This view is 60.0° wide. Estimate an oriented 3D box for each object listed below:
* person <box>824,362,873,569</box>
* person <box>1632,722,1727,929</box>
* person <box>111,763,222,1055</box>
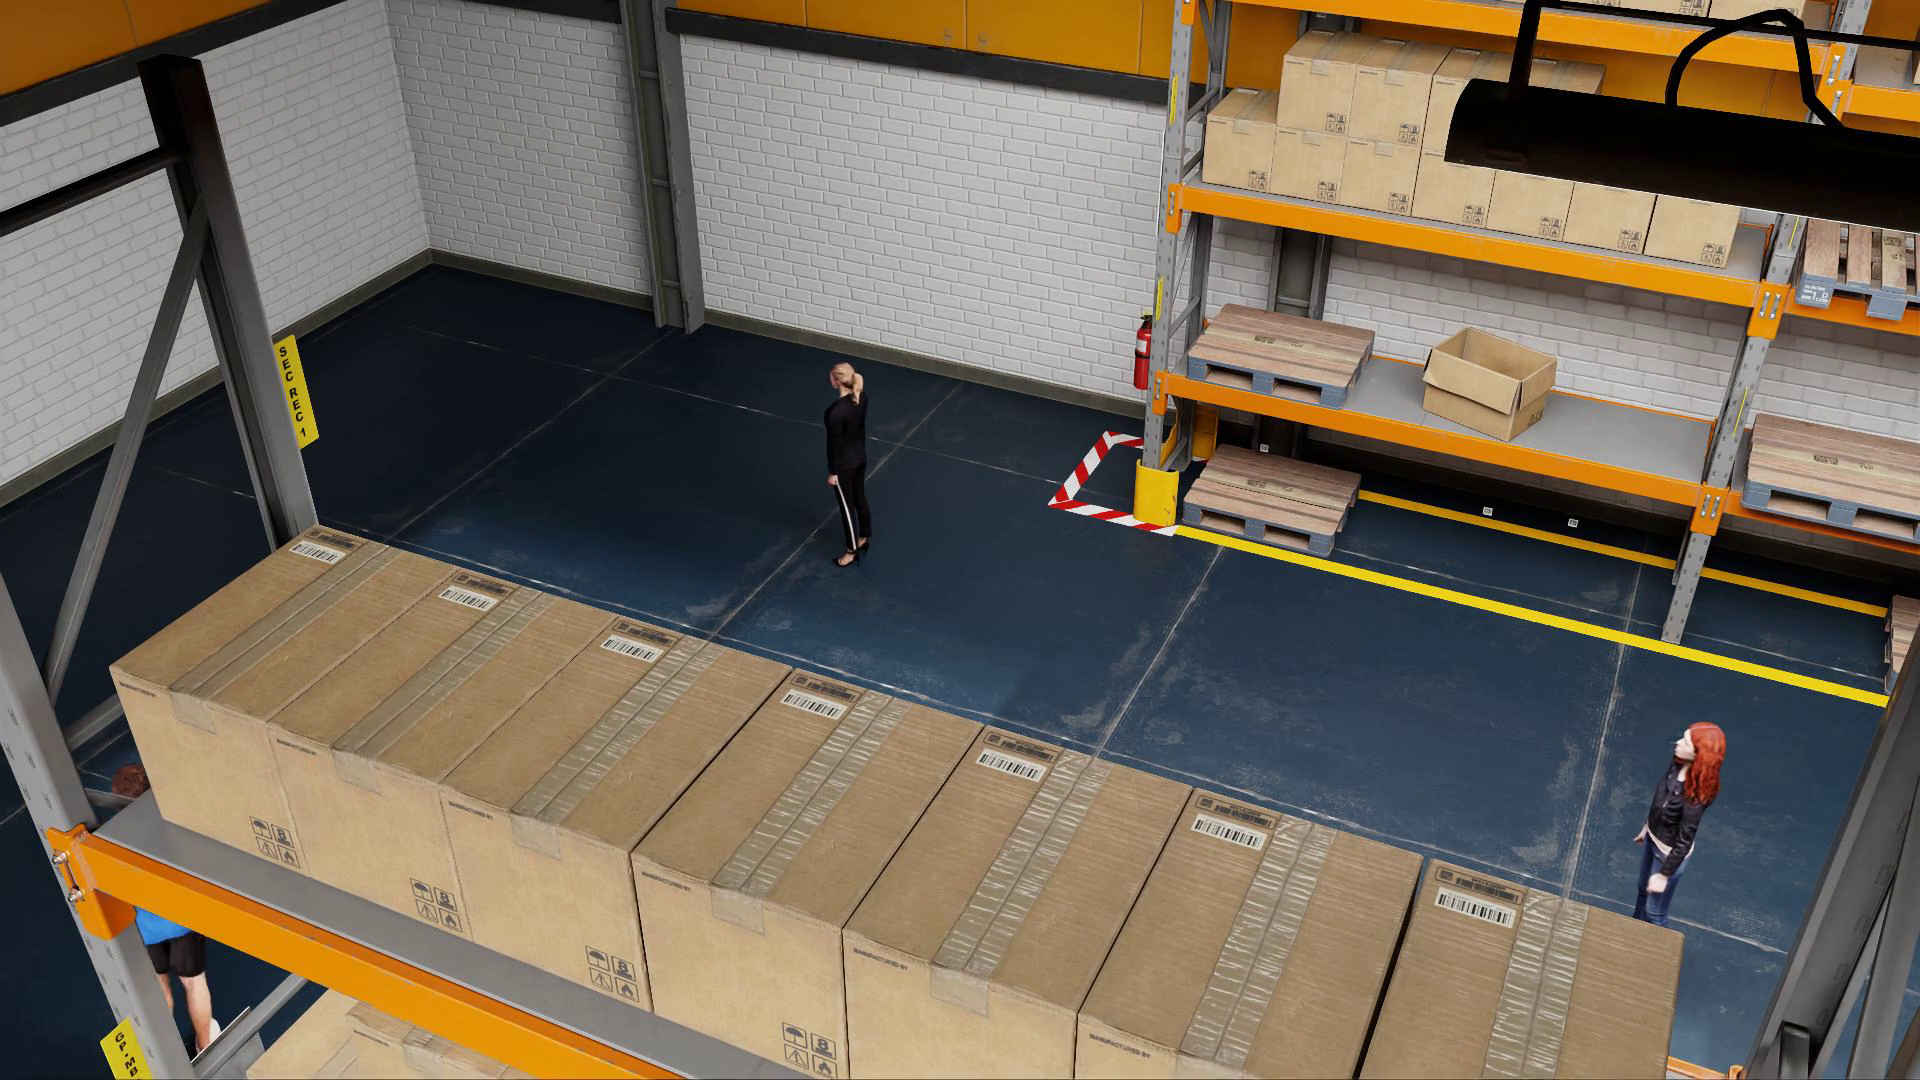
[{"bbox_3d":[-0.826,-0.559,12.398,0.547,1.707,0.613,17,37,24],"label":"person"},{"bbox_3d":[3.792,1.681,8.957,0.630,1.786,0.634,5,34,7],"label":"person"},{"bbox_3d":[-4.068,1.976,8.468,0.895,1.837,0.955,-16,37,-22],"label":"person"}]
